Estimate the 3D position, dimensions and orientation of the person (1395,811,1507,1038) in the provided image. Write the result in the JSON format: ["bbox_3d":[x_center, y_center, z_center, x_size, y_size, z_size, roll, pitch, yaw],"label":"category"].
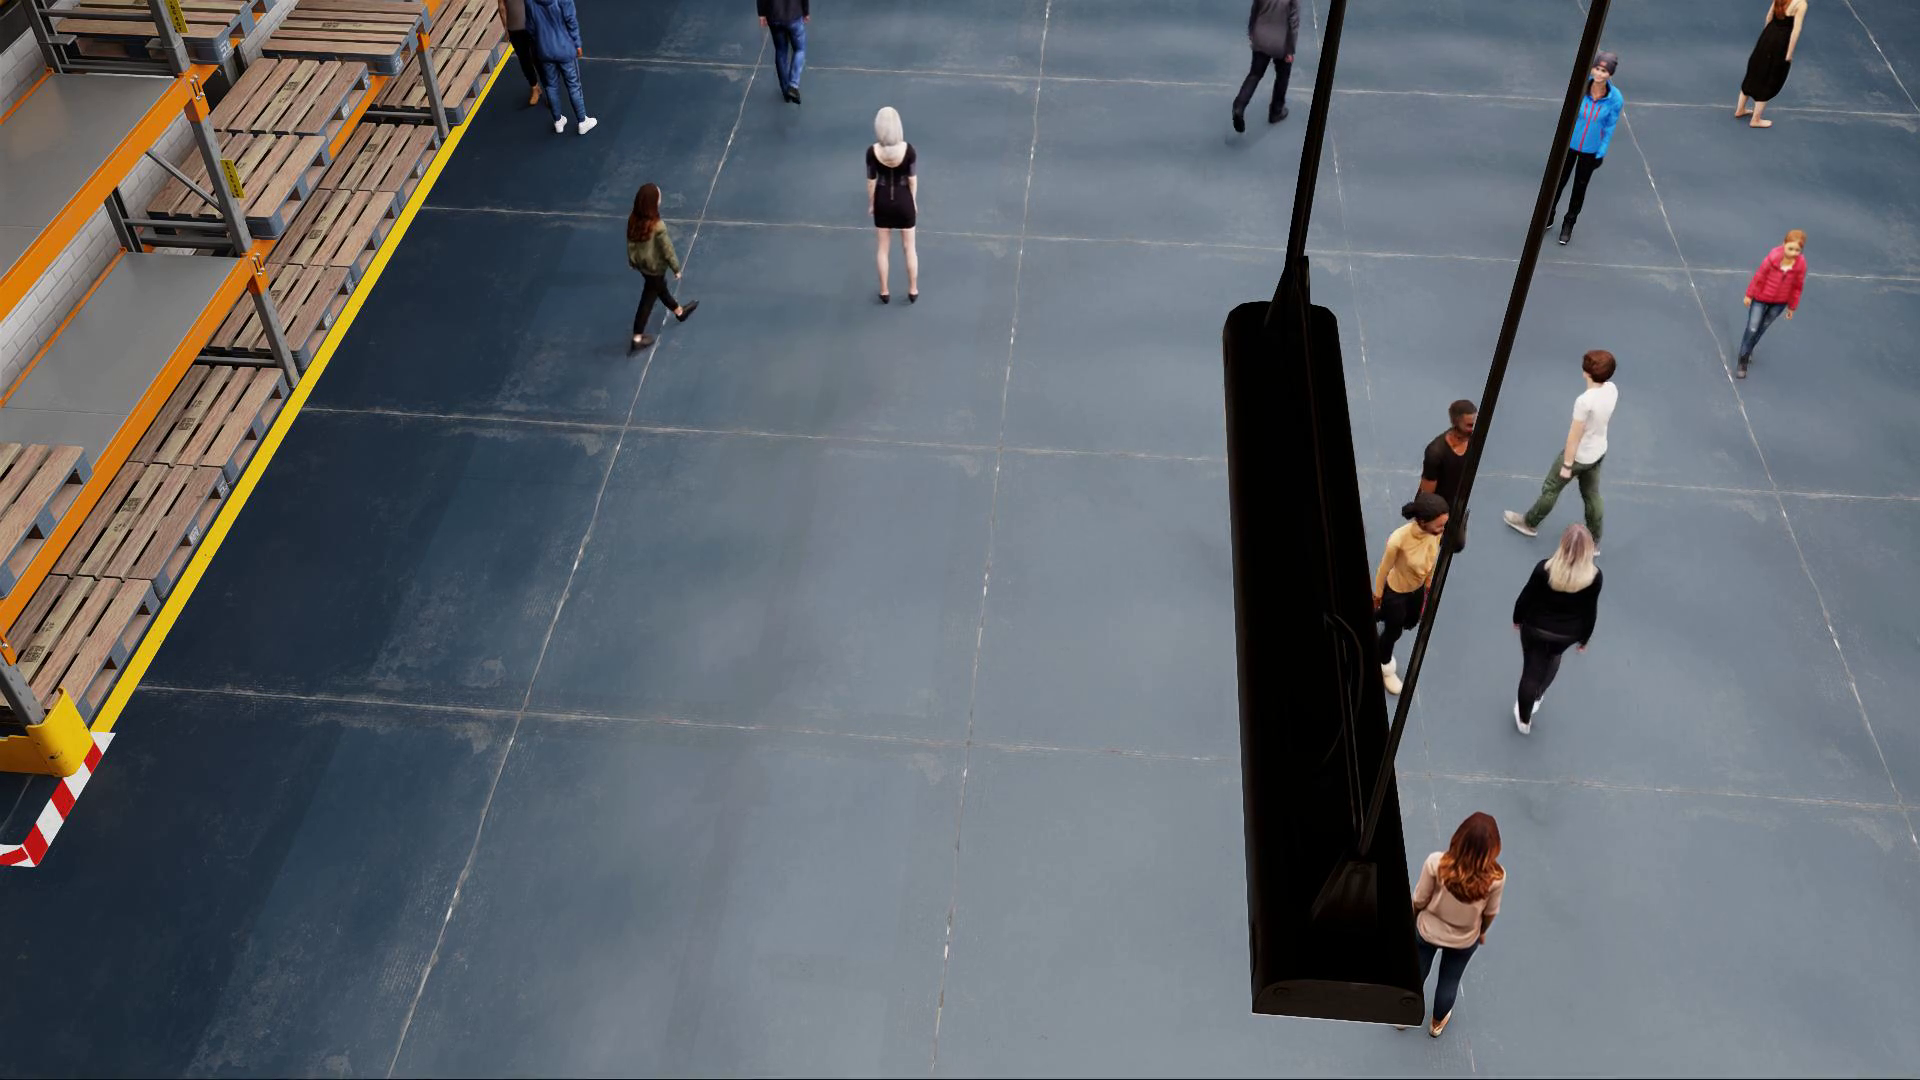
[{"bbox_3d":[2.593,2.071,8.866,0.634,1.791,0.589,11,45,12],"label":"person"}]

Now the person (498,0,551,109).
[{"bbox_3d":[-4.279,-5.100,16.458,0.623,1.701,0.615,1,44,1],"label":"person"}]

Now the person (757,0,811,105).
[{"bbox_3d":[-1.732,-5.134,16.365,0.688,1.878,0.897,1,44,1],"label":"person"}]

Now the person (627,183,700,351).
[{"bbox_3d":[-2.584,-2.204,13.611,1.048,1.434,0.957,-34,53,-30],"label":"person"}]

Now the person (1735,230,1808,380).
[{"bbox_3d":[6.563,-1.985,13.480,0.615,1.298,0.817,11,45,11],"label":"person"}]

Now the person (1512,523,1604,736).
[{"bbox_3d":[3.714,0.638,10.456,0.672,1.673,0.663,9,44,9],"label":"person"}]

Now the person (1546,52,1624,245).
[{"bbox_3d":[5.480,-3.463,14.672,0.692,1.795,0.692,27,50,25],"label":"person"}]

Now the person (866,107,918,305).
[{"bbox_3d":[-0.566,-2.791,13.943,0.581,1.826,0.543,0,44,0],"label":"person"}]

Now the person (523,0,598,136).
[{"bbox_3d":[-3.899,-4.781,16.043,0.686,1.811,0.587,7,44,8],"label":"person"}]

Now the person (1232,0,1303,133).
[{"bbox_3d":[2.982,-4.782,16.042,1.085,1.814,1.231,29,51,27],"label":"person"}]

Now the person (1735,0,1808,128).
[{"bbox_3d":[7.954,-4.841,16.240,0.709,1.626,0.617,-13,45,-13],"label":"person"}]

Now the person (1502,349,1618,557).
[{"bbox_3d":[4.465,-0.581,11.771,0.996,1.623,1.056,-25,49,-24],"label":"person"}]

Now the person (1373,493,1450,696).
[{"bbox_3d":[2.837,0.271,10.866,0.866,1.638,0.986,-20,47,-20],"label":"person"}]

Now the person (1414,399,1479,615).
[{"bbox_3d":[3.189,-0.270,11.321,0.828,1.795,0.883,-27,50,-25],"label":"person"}]
